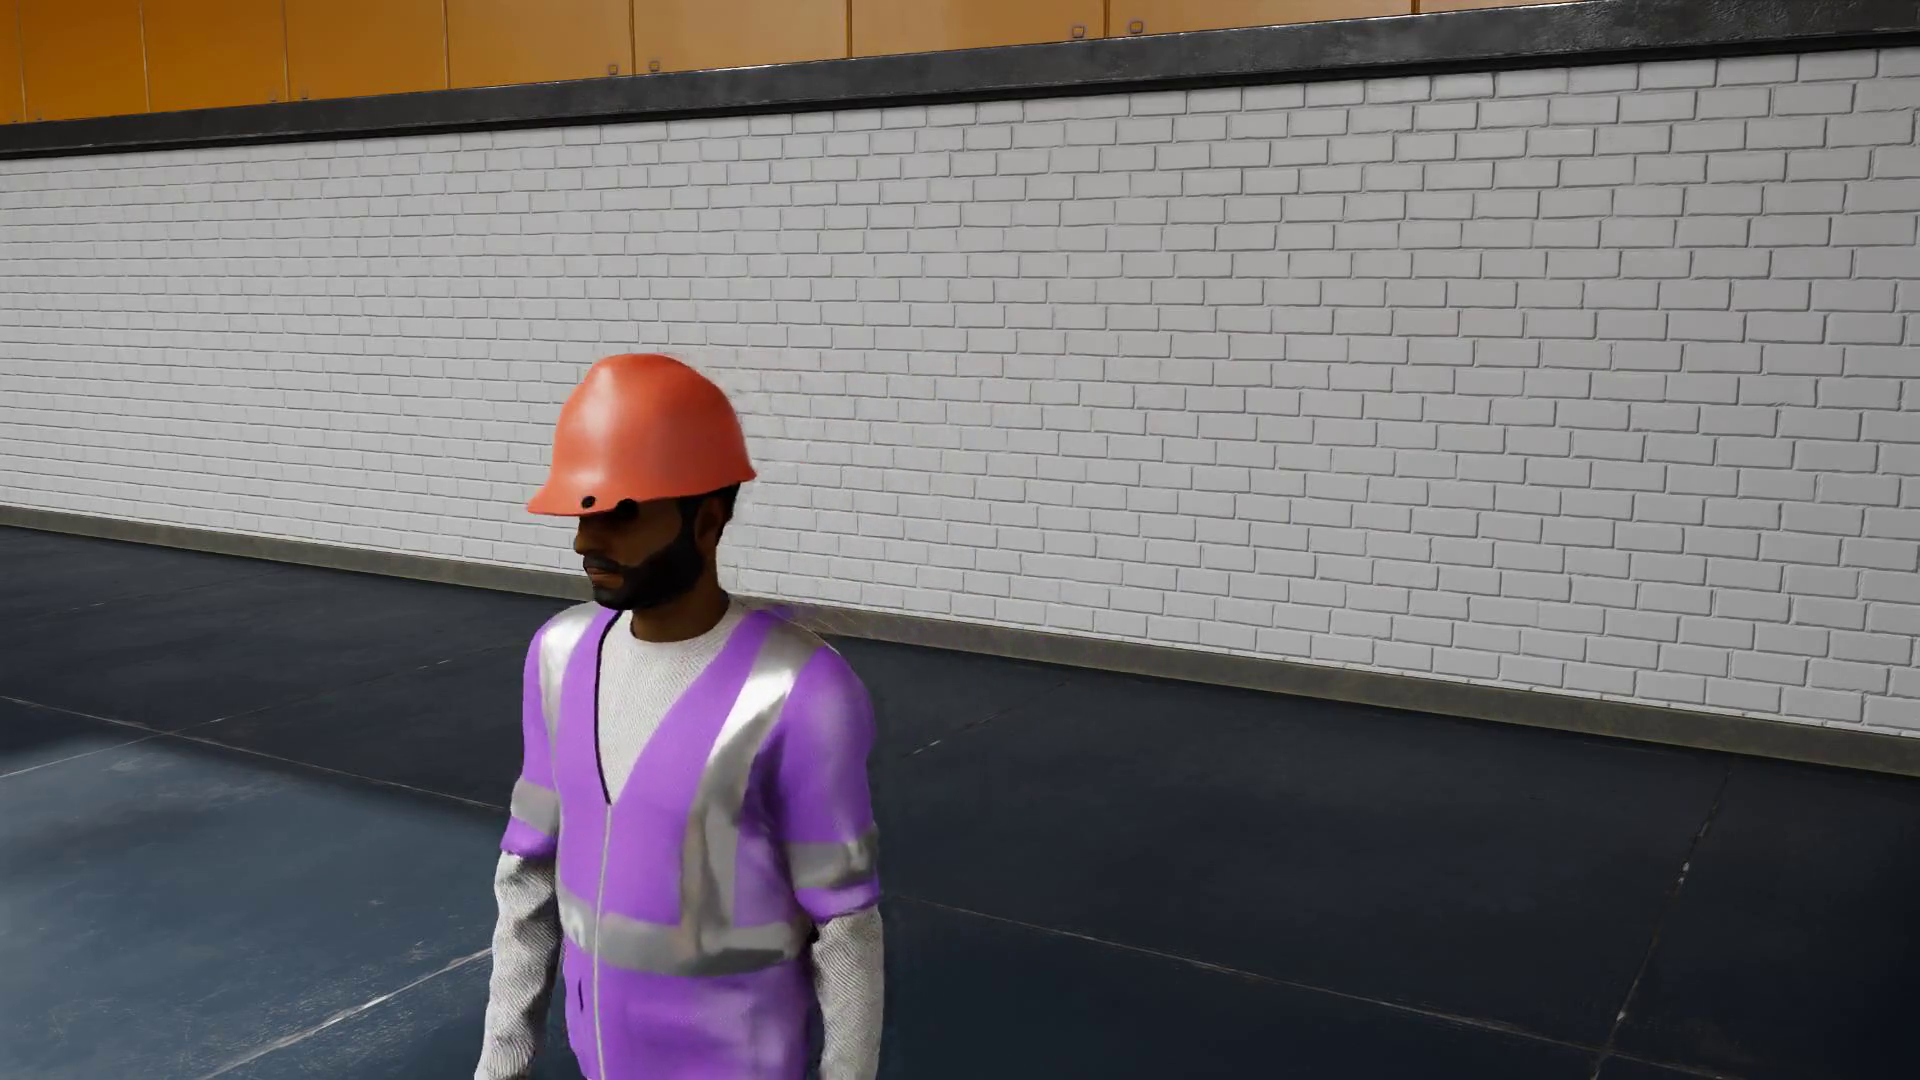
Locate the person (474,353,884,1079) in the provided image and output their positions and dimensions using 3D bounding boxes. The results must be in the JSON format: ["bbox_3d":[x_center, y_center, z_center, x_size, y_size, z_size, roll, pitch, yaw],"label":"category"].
[{"bbox_3d":[-0.408,0.716,2.237,0.553,1.919,0.513,7,12,38],"label":"person"}]
